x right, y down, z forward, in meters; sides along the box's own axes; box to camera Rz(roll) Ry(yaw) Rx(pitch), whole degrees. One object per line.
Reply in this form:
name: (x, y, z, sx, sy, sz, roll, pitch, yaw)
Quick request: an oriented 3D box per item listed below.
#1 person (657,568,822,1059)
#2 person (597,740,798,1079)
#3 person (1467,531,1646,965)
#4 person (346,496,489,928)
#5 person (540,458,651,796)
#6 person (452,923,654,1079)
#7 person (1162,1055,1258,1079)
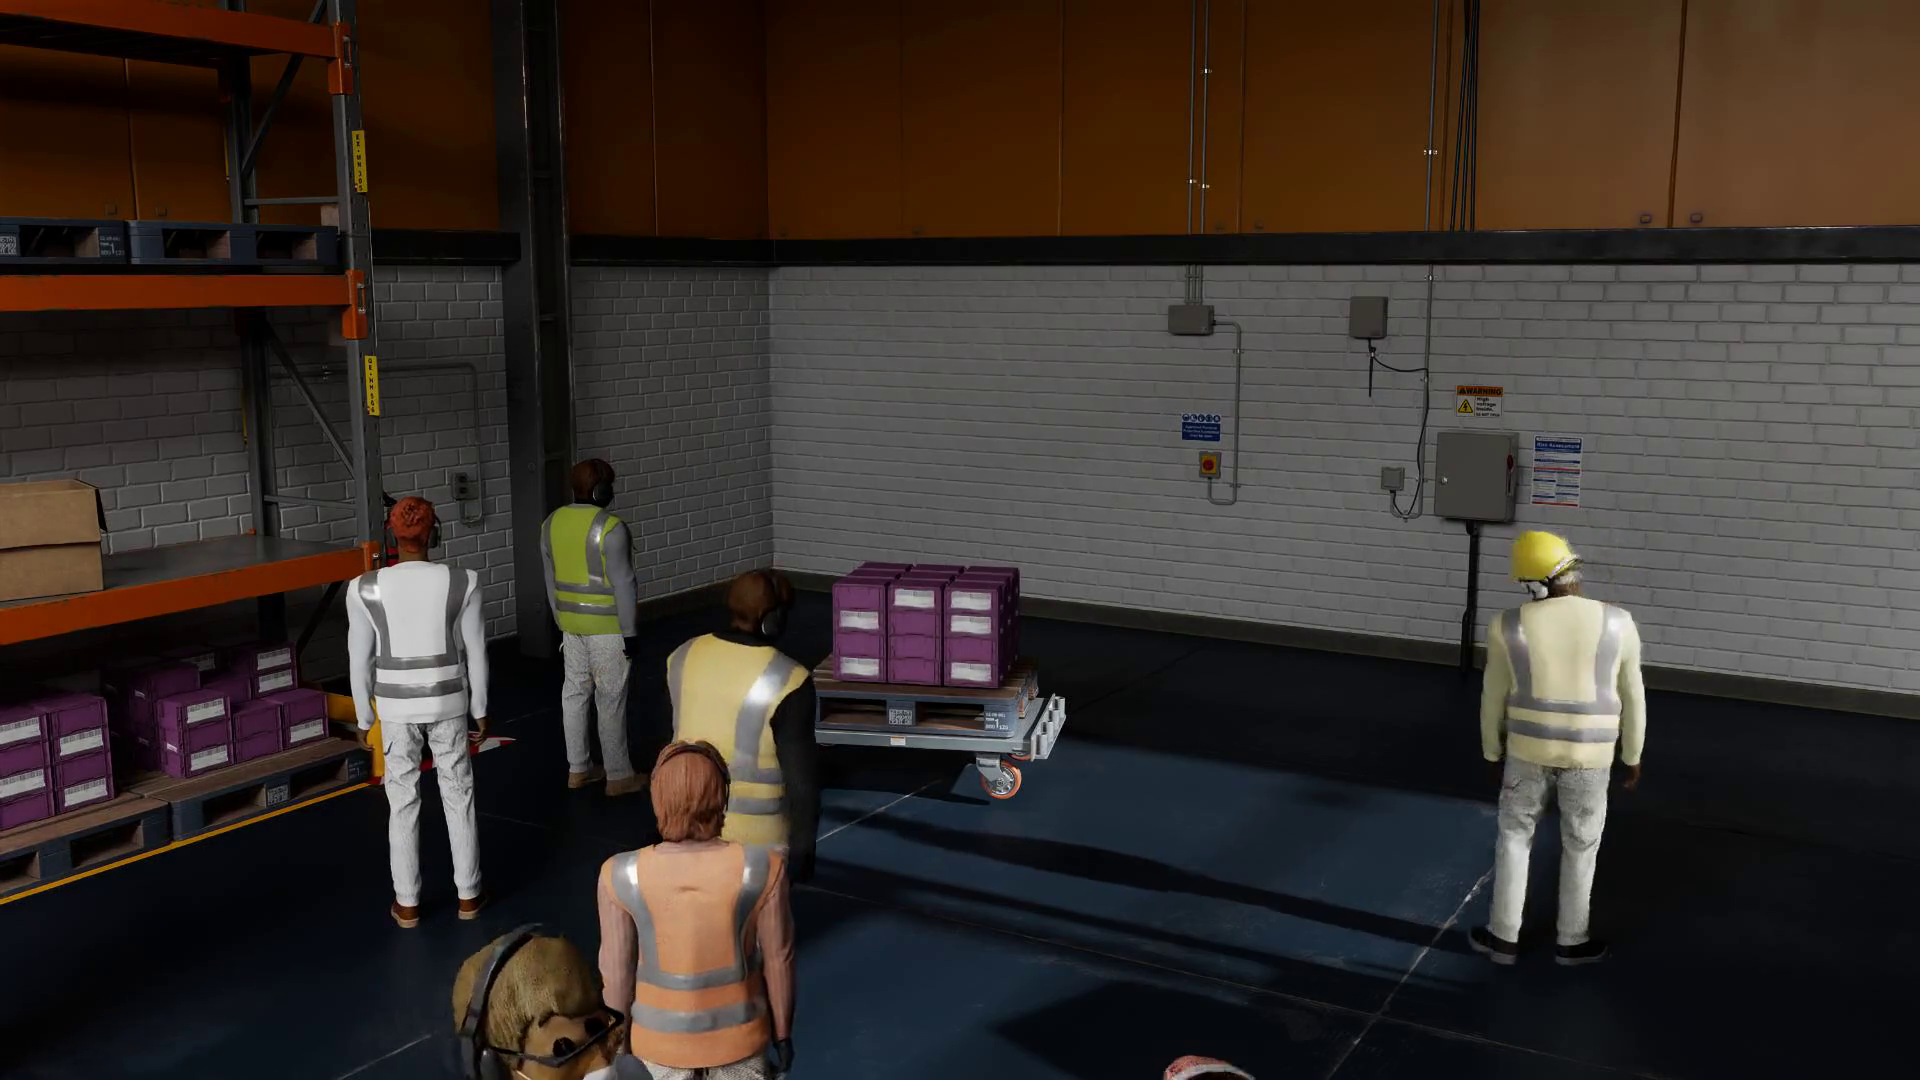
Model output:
person: (-0.772, 1.007, 5.849, 0.642, 1.815, 0.467, 6, 11, 34)
person: (-0.679, 1.329, 4.364, 0.511, 1.644, 0.307, -1, 9, -8)
person: (2.436, 0.865, 6.810, 0.667, 1.795, 0.406, 3, 10, 19)
person: (-2.341, 0.748, 7.243, 0.575, 1.882, 0.359, -3, 10, -17)
person: (-1.980, 0.471, 9.100, 0.622, 1.845, 0.429, 6, 11, 33)
person: (-0.684, 1.483, 2.547, 0.622, 1.919, 0.639, 4, 10, 21)
person: (0.348, 1.587, 2.105, 0.637, 1.865, 0.751, 9, 13, 44)
